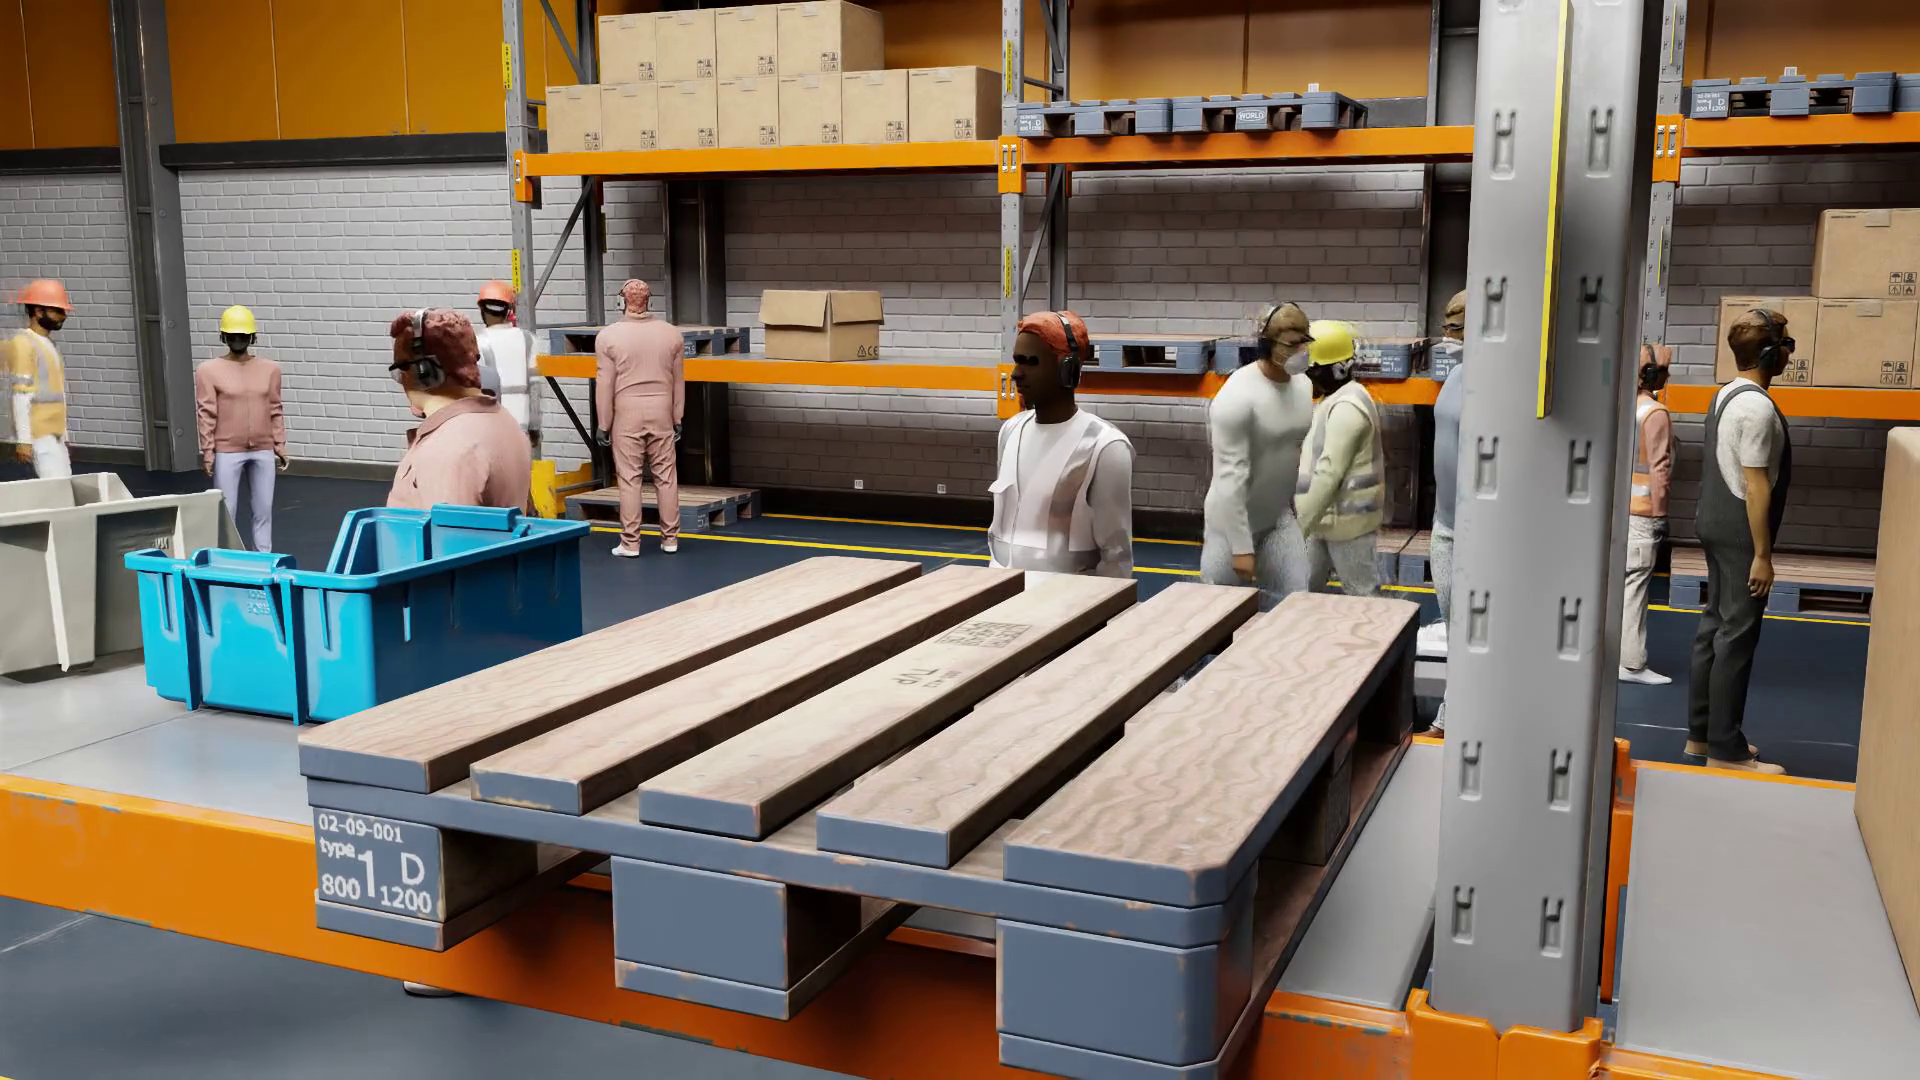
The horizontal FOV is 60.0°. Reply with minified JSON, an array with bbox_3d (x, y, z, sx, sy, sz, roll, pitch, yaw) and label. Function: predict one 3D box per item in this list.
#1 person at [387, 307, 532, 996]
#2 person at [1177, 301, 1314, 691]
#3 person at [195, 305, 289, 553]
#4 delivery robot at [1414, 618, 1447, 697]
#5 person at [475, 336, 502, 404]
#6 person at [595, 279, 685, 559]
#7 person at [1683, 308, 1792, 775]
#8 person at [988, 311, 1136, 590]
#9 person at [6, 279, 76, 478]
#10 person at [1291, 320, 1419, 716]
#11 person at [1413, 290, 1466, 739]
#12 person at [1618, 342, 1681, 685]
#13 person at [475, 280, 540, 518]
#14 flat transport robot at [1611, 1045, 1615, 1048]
[{"bbox_3d":[-1.406,0.309,4.646,0.406,1.901,0.639,0,9,-2],"label":"person"},{"bbox_3d":[1.253,-0.042,6.856,0.641,1.858,1.031,-8,12,-40],"label":"person"},{"bbox_3d":[-4.357,-0.542,10.146,0.328,1.765,0.528,9,13,44],"label":"person"},{"bbox_3d":[2.180,0.514,7.157,0.707,0.478,0.477,3,10,18],"label":"delivery robot"},{"bbox_3d":[-3.157,-0.559,10.639,0.498,1.633,0.282,-9,13,-44],"label":"person"},{"bbox_3d":[-2.202,-0.828,11.432,0.637,1.911,0.403,-5,11,-30],"label":"person"},{"bbox_3d":[3.079,0.022,6.526,0.341,1.846,0.510,1,10,8],"label":"person"},{"bbox_3d":[0.265,0.269,4.934,0.356,1.883,0.573,-7,12,-36],"label":"person"},{"bbox_3d":[-5.806,-0.689,10.572,0.453,1.914,0.573,-2,10,-10],"label":"person"},{"bbox_3d":[1.639,-0.082,7.376,0.900,1.770,0.581,0,9,2],"label":"person"},{"bbox_3d":[2.034,-0.035,6.603,0.371,1.936,0.627,-1,10,-7],"label":"person"},{"bbox_3d":[3.258,-0.129,8.041,0.313,1.642,0.513,-1,10,-6],"label":"person"},{"bbox_3d":[-3.052,-0.776,11.128,0.522,1.909,0.591,7,12,37],"label":"person"},{"bbox_3d":[1.834,1.335,3.367,1.431,0.197,0.652,6,11,31],"label":"flat transport robot"}]
